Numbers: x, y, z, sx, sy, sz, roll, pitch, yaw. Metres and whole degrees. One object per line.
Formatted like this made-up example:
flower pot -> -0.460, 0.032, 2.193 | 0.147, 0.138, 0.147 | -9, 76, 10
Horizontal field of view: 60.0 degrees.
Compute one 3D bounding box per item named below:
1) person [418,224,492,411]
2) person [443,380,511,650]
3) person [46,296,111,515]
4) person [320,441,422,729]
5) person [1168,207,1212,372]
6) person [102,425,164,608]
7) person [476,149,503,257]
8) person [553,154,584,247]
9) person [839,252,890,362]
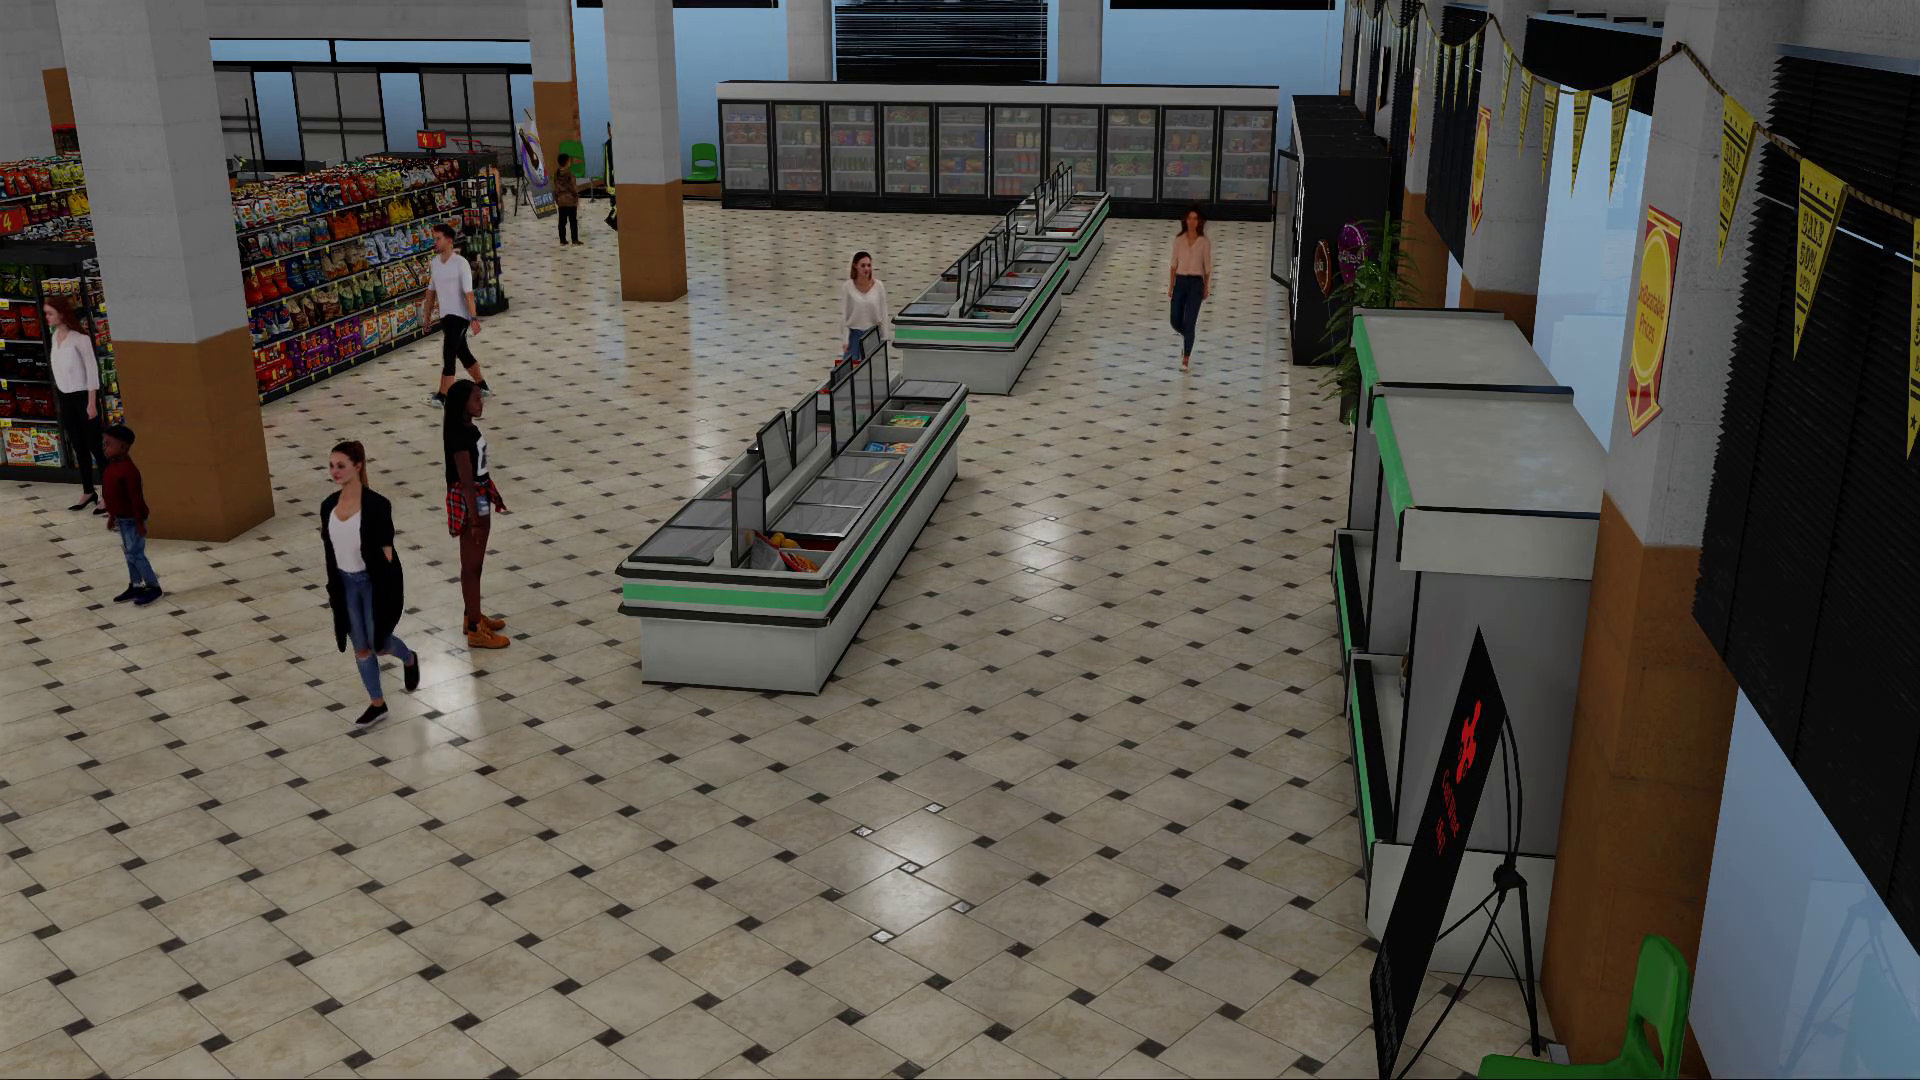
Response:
person -> -4.978, -2.216, 16.587 | 1.023, 1.806, 1.302 | 12, 22, 32
person -> -3.139, -0.175, 10.661 | 0.772, 1.726, 0.672 | -5, 19, -15
person -> -7.033, -1.084, 13.301 | 0.642, 1.761, 0.600 | 9, 21, 25
person -> -3.355, 0.235, 9.528 | 0.666, 1.673, 0.789 | 5, 19, 15
person -> 2.526, -2.769, 18.269 | 0.695, 1.779, 0.892 | 7, 20, 19
person -> -5.672, -0.186, 11.431 | 0.668, 1.254, 0.620 | -16, 24, -39
person -> -7.275, -5.268, 25.942 | 0.615, 1.613, 0.814 | 6, 19, 16
person -> -6.355, -5.488, 26.843 | 0.601, 1.454, 0.582 | 5, 19, 15
person -> -0.935, -1.910, 15.867 | 0.708, 1.686, 0.700 | -4, 19, -13
